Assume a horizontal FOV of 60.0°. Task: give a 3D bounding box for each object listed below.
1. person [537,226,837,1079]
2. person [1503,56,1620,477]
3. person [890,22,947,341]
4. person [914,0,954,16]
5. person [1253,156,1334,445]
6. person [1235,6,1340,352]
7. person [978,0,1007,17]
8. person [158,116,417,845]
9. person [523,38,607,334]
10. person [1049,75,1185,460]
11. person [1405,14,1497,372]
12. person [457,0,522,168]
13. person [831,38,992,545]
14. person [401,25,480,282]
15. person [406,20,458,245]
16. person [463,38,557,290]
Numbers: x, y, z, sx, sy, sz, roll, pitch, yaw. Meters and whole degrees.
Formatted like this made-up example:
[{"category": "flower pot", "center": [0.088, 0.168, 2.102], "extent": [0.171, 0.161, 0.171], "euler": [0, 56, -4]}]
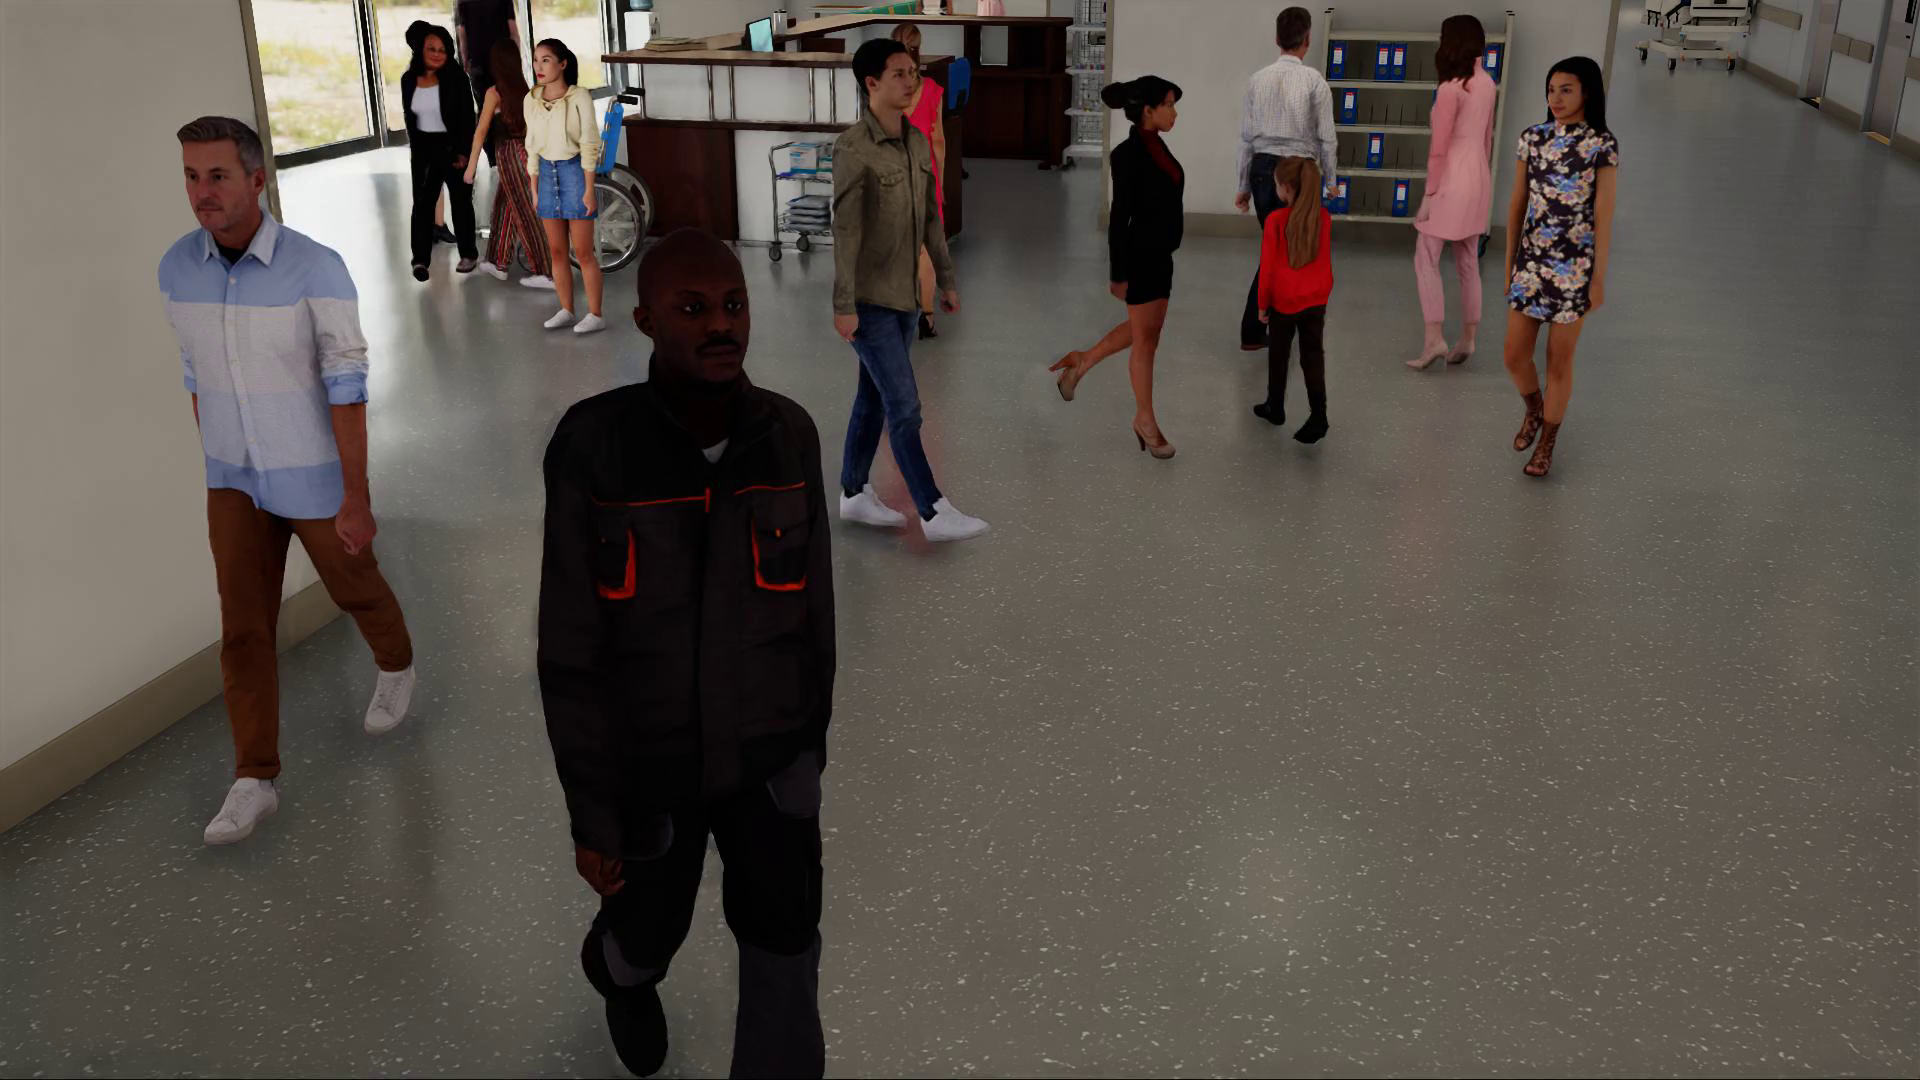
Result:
[{"category": "person", "center": [-0.500, 0.349, 2.967], "extent": [1.220, 1.800, 1.201], "euler": [-8, 22, -21]}, {"category": "person", "center": [2.535, -1.137, 6.995], "extent": [0.706, 1.726, 0.789], "euler": [14, 25, 32]}, {"category": "person", "center": [-0.291, -1.976, 9.206], "extent": [0.531, 1.729, 0.667], "euler": [2, 21, 4]}, {"category": "person", "center": [-0.279, -6.113, 20.155], "extent": [1.040, 1.710, 0.755], "euler": [7, 22, 18]}, {"category": "person", "center": [1.532, -1.038, 7.402], "extent": [0.907, 1.253, 0.807], "euler": [-3, 21, -8]}, {"category": "person", "center": [1.690, -1.872, 8.881], "extent": [1.220, 1.764, 1.026], "euler": [16, 26, 35]}, {"category": "person", "center": [0.321, -5.298, 17.922], "extent": [0.741, 1.768, 0.731], "euler": [-7, 22, -17]}, {"category": "person", "center": [-1.746, -0.193, 4.431], "extent": [1.199, 1.776, 0.924], "euler": [1, 21, 3]}, {"category": "person", "center": [-2.211, -1.986, 9.370], "extent": [0.498, 1.631, 0.698], "euler": [7, 22, 18]}, {"category": "person", "center": [0.729, -1.173, 7.235], "extent": [0.951, 1.622, 0.724], "euler": [13, 24, 30]}, {"category": "person", "center": [2.556, -1.750, 8.522], "extent": [0.717, 1.791, 0.754], "euler": [-13, 25, -31]}, {"category": "person", "center": [-4.371, -4.384, 15.449], "extent": [1.158, 1.810, 1.056], "euler": [-2, 21, -5]}, {"category": "person", "center": [-0.364, -0.908, 6.224], "extent": [1.043, 1.844, 0.861], "euler": [11, 23, 27]}, {"category": "person", "center": [-3.310, -2.498, 10.798], "extent": [0.950, 1.578, 0.858], "euler": [2, 21, 4]}, {"category": "person", "center": [-3.822, -2.932, 11.980], "extent": [0.703, 1.552, 0.625], "euler": [-15, 25, -34]}, {"category": "person", "center": [-2.718, -2.331, 10.428], "extent": [0.920, 1.527, 0.663], "euler": [7, 22, 19]}]
